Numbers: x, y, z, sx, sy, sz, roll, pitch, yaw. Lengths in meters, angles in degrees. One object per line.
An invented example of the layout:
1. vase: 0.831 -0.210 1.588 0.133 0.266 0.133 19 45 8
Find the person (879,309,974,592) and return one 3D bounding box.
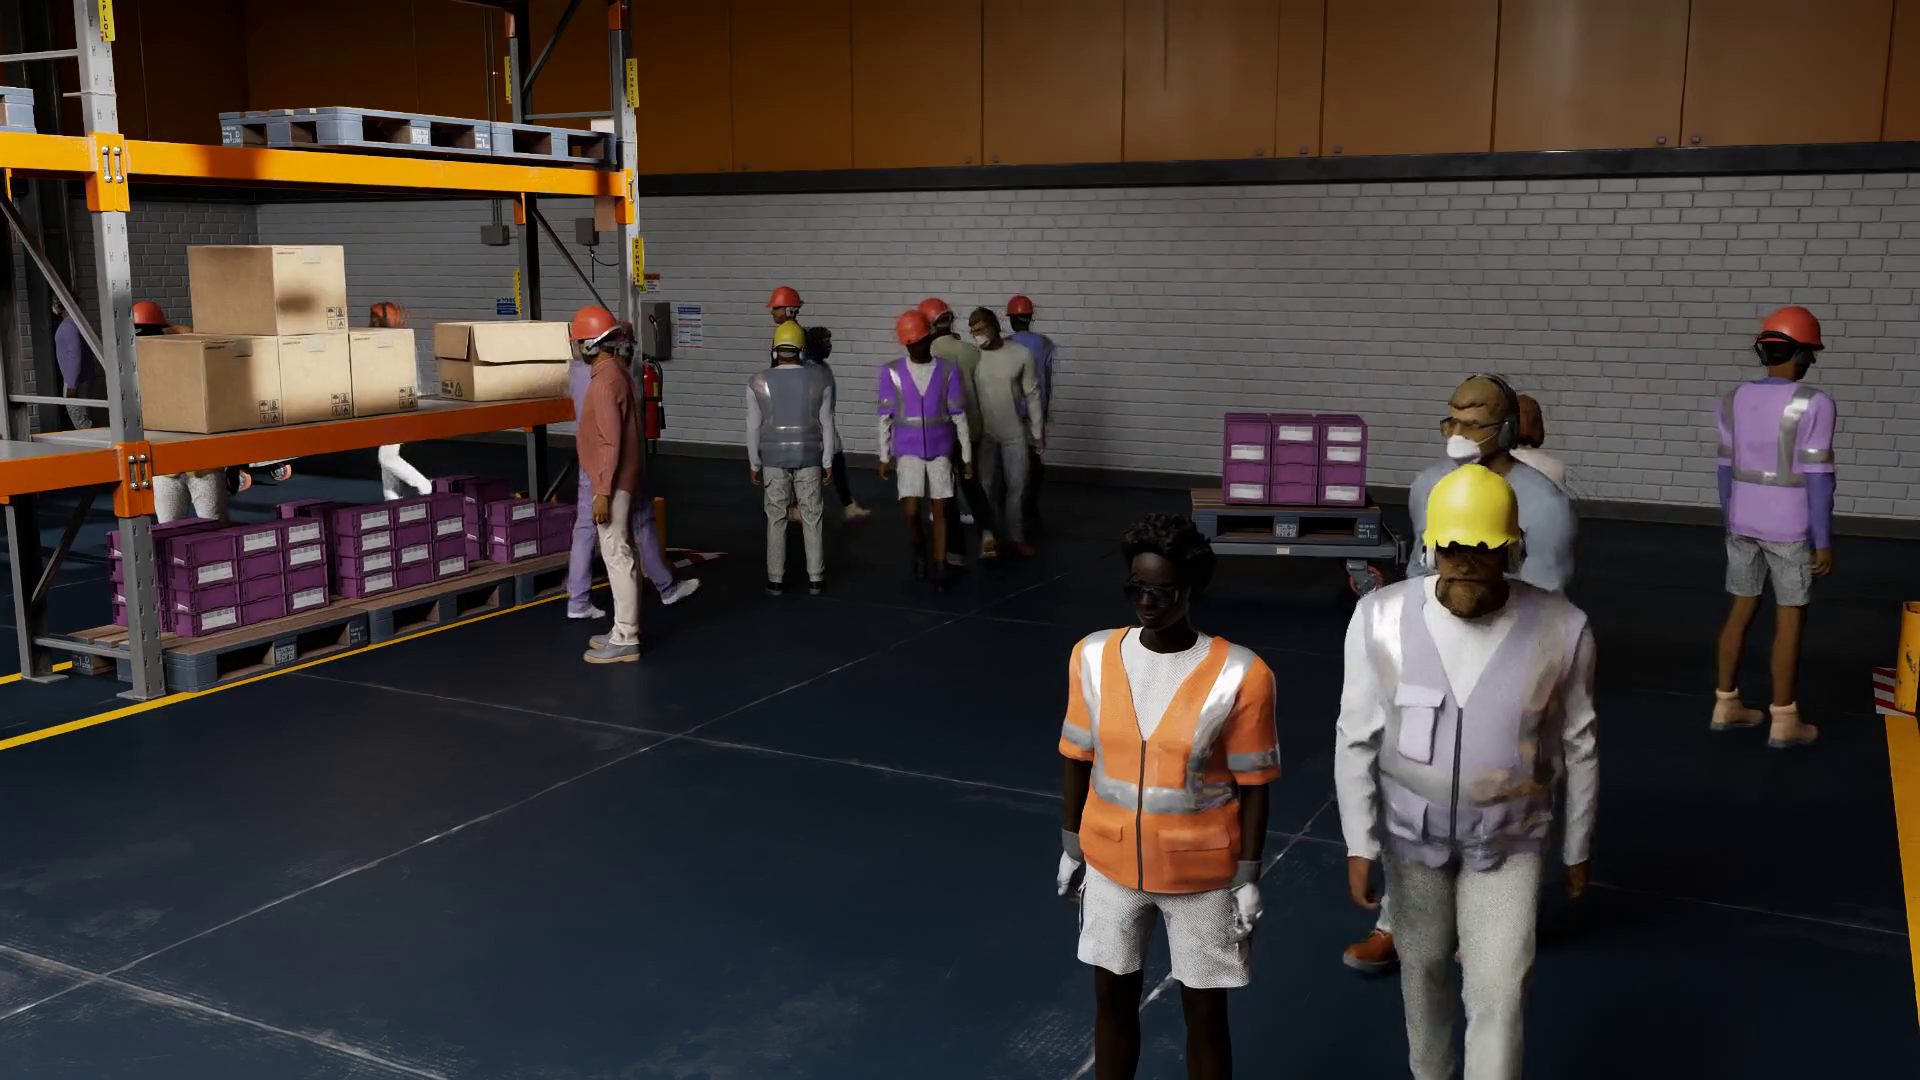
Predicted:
1. person: -0.219 -0.586 11.140 0.656 1.910 0.456 -1 10 -5

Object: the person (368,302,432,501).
1. person: -4.733 -1.057 13.959 0.552 1.876 0.606 -5 11 -26

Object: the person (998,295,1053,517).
1. person: 0.527 -1.170 14.529 0.556 1.917 0.657 -3 10 -17

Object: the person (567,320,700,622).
1. person: -2.114 -0.440 10.438 0.657 1.854 0.981 7 12 35

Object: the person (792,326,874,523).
1. person: -1.088 -0.946 13.914 0.760 1.661 0.543 4 10 21

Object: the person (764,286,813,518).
1. person: -1.472 -1.187 14.377 0.393 1.995 0.612 -6 11 -30

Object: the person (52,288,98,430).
1. person: -8.942 -1.582 16.834 0.350 1.936 0.635 -4 10 -20

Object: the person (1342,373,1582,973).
1. person: 1.538 0.448 5.145 0.821 1.908 0.661 -7 12 -34

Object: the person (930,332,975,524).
1. person: 0.015 -0.938 14.008 0.591 1.614 0.527 -1 10 -4

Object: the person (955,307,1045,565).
1. person: 0.268 -0.770 12.279 0.699 1.894 0.639 -1 10 -4

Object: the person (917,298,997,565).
1. person: -0.047 -0.767 12.035 0.648 1.961 0.571 -5 11 -26

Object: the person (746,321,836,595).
1. person: -1.123 -0.540 11.101 0.586 1.833 0.403 -1 10 -7

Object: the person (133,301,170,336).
1. person: -5.798 -0.737 11.951 0.547 1.934 0.376 0 10 1

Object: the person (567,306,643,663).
1. person: -1.973 -0.307 9.302 0.399 1.987 0.612 -1 10 -3

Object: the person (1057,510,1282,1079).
1. person: 0.471 0.769 3.915 0.541 1.697 0.316 5 11 26

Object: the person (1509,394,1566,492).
1. person: 2.634 0.107 8.011 0.519 1.609 0.662 5 11 27

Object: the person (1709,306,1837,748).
1. person: 3.809 -0.065 7.772 0.396 2.035 0.623 -4 11 -22

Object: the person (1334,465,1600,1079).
1. person: 1.182 0.718 3.937 0.599 1.786 0.873 4 11 21

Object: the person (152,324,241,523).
1. person: -4.899 -0.448 10.575 0.626 1.837 0.428 -1 10 -7
